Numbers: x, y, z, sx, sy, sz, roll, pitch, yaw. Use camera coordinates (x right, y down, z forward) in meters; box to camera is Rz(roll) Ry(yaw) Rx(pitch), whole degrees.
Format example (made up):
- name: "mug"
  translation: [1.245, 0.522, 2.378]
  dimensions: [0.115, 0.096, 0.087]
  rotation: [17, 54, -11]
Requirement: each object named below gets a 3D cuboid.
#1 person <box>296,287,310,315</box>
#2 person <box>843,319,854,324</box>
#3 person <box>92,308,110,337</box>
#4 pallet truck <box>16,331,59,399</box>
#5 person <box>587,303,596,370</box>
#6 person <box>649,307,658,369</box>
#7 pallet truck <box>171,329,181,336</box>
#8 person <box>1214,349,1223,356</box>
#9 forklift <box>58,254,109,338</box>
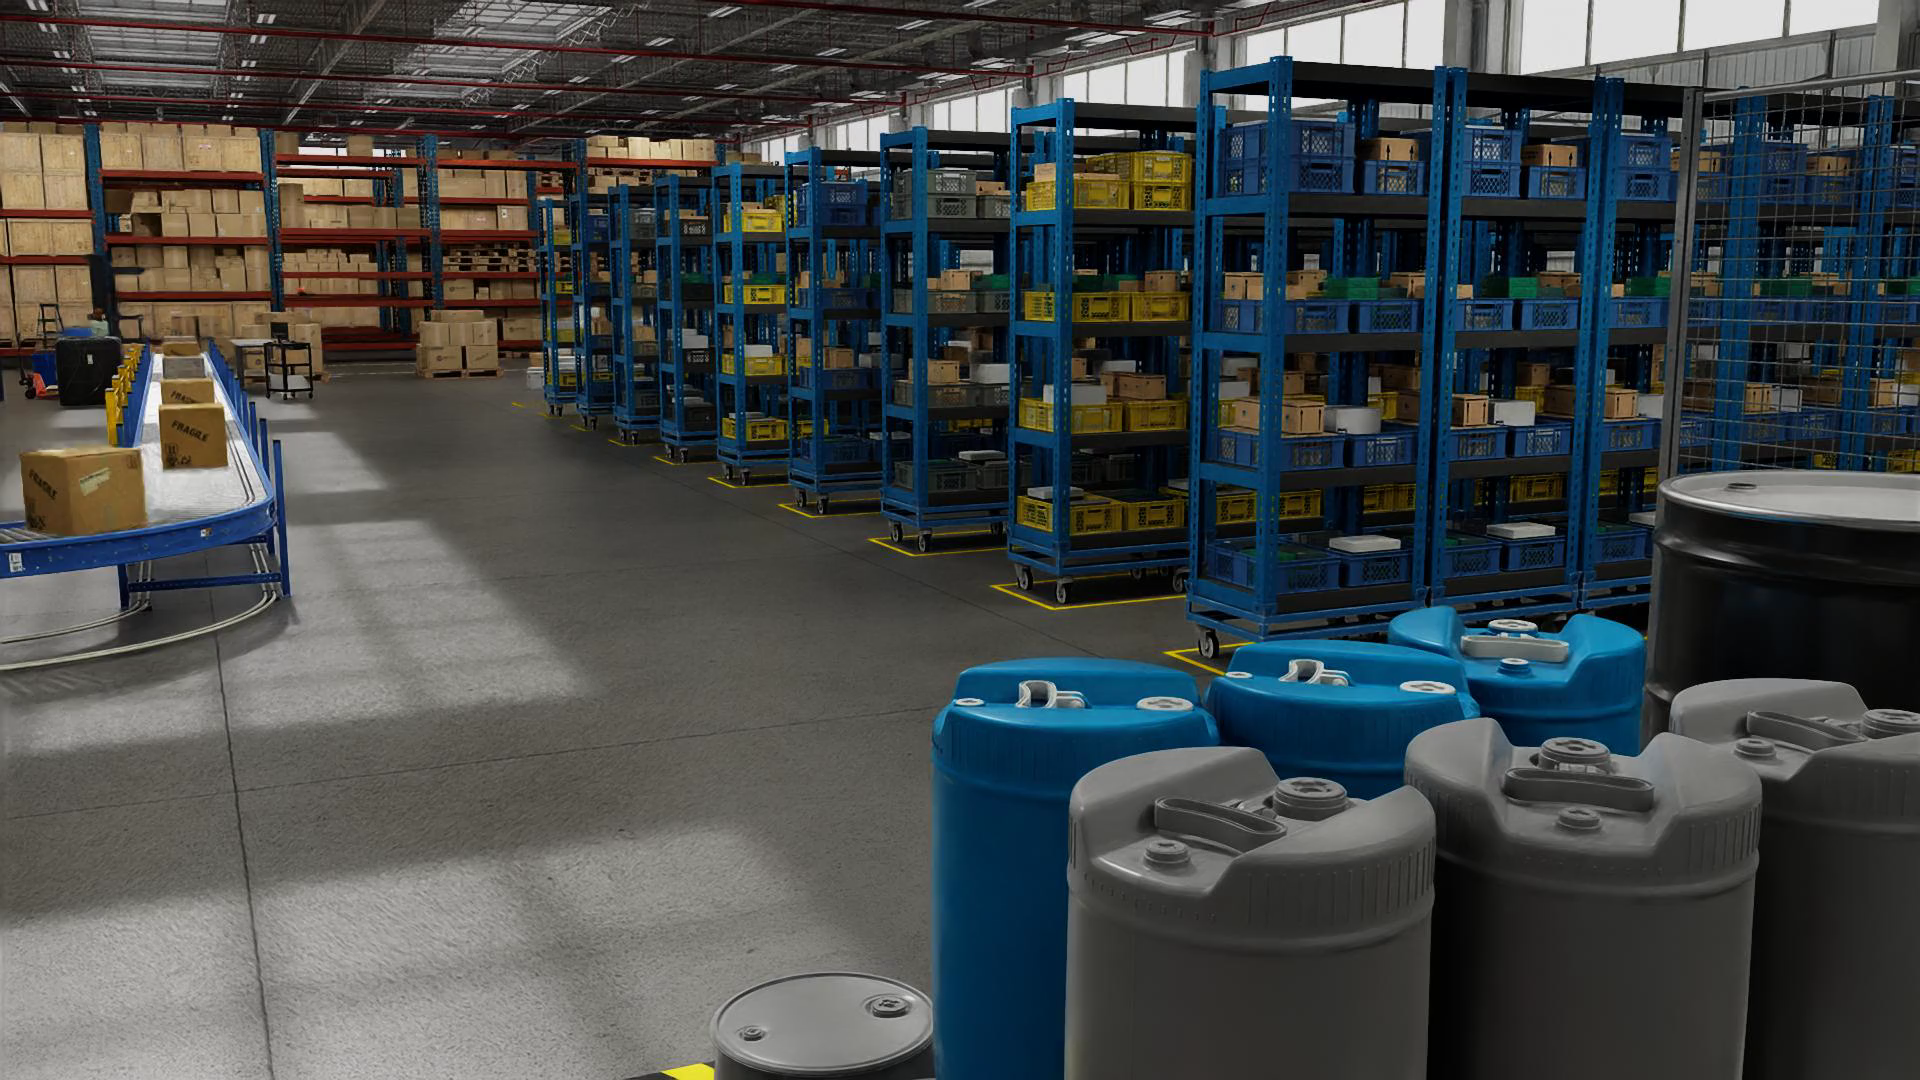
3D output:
- name: "person"
  translation: [-21.056, -7.126, 53.288]
  dimensions: [0.514, 1.919, 0.546]
  rotation: [-5, 10, -29]
- name: "person"
  translation: [-3.002, -5.531, 43.997]
  dimensions: [0.590, 1.713, 0.471]
  rotation: [-1, 9, -5]
- name: "person"
  translation: [-19.180, -4.358, 37.064]
  dimensions: [0.658, 1.609, 0.505]
  rotation: [1, 9, 8]
- name: "pallet truck"
  translation: [-17.082, -3.353, 31.781]
  dimensions: [1.630, 1.274, 0.653]
  rotation: [-4, 10, -25]
- name: "person"
  translation: [-9.045, -5.085, 40.665]
  dimensions: [0.415, 1.910, 0.654]
  rotation: [1, 9, 6]
- name: "person"
  translation: [-5.683, -3.518, 31.031]
  dimensions: [0.897, 1.873, 0.649]
  rotation: [-8, 12, -40]
- name: "pallet truck"
  translation: [-17.275, -3.851, 35.096]
  dimensions: [1.601, 1.201, 0.680]
  rotation: [0, 9, 1]
- name: "person"
  translation: [3.551, -2.114, 22.567]
  dimensions: [0.574, 1.802, 0.943]
  rotation: [-3, 9, -15]
- name: "forklift"
  translation: [-20.500, -5.404, 39.615]
  dimensions: [1.873, 2.768, 1.129]
  rotation: [-4, 10, -26]
